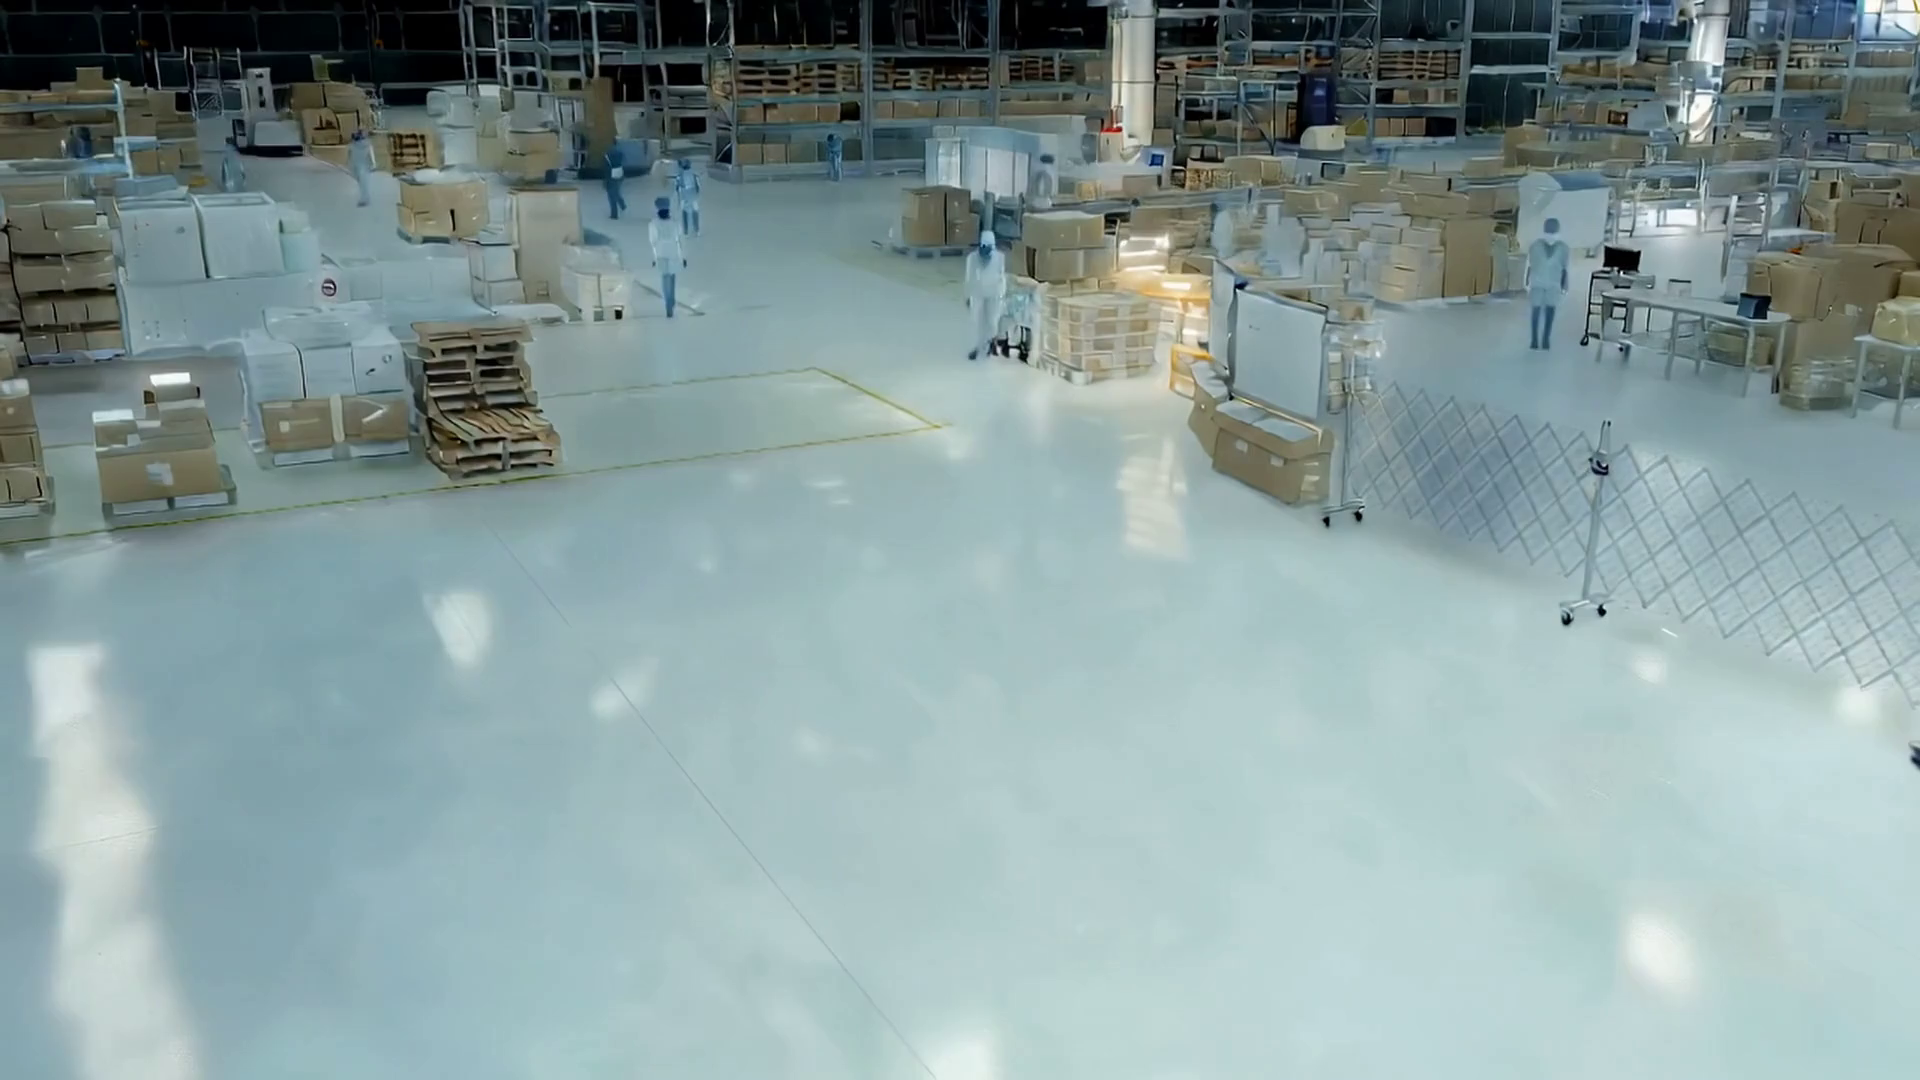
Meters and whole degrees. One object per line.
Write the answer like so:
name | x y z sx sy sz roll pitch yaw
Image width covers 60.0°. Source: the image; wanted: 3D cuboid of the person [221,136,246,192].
person | -17.121 -8.556 39.163 0.523 1.855 0.699 6 19 18

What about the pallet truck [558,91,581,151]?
pallet truck | -13.495 -14.412 57.188 0.823 1.965 1.885 -3 18 -9

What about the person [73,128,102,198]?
person | -22.440 -9.696 42.832 0.950 1.781 0.696 1 18 3

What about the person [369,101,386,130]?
person | -20.370 -14.503 58.093 0.521 1.614 0.705 5 18 14

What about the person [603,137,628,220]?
person | -7.996 -8.347 38.419 0.433 1.906 0.622 12 22 34

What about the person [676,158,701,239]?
person | -5.761 -7.249 35.340 0.531 1.697 0.320 -9 20 -25

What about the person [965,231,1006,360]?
person | 0.341 -3.400 23.214 0.581 1.780 0.868 1 18 4

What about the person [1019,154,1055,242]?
person | 1.565 -6.534 32.626 0.877 2.017 0.607 -7 19 -20

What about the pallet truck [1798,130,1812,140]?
pallet truck | 25.526 -11.556 49.408 1.630 1.274 0.653 -9 20 -26

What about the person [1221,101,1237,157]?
person | 8.617 -13.494 54.432 1.046 1.946 0.614 14 22 36

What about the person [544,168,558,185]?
person | -7.383 -5.780 30.326 0.603 1.966 0.367 12 21 34

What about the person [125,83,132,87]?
person | -32.414 -16.917 65.147 0.420 1.912 0.566 -4 18 -14

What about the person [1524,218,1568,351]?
person | 8.372 -3.642 23.761 0.624 1.904 0.685 5 18 14

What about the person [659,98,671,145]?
person | -9.596 -13.418 54.186 0.355 1.938 0.544 -9 20 -26

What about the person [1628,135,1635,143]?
person | 24.157 -15.110 59.731 0.309 1.772 0.525 3 18 9

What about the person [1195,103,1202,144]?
person | 8.216 -14.332 57.589 0.497 1.596 0.846 1 18 3

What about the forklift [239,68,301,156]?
forklift | -23.106 -14.209 55.131 1.873 2.768 1.129 4 18 11

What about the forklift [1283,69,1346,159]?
forklift | 11.615 -13.871 54.079 1.129 2.768 1.873 -9 20 -27

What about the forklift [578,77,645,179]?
forklift | -10.162 -11.848 47.770 1.873 2.768 1.129 -9 20 -26

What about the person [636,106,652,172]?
person | -9.411 -11.946 49.615 0.430 1.923 0.643 4 18 11

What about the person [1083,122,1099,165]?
person | 3.457 -10.098 43.953 0.903 1.876 0.656 -9 20 -25

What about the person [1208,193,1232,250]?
person | 4.128 -4.562 26.582 1.046 1.937 0.649 2 18 5

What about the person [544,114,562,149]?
person | -12.437 -12.223 50.956 0.541 1.616 0.603 9 20 25

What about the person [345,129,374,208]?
person | -14.834 -9.212 41.168 0.636 1.894 1.031 2 18 5

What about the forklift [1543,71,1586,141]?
forklift | 18.685 -13.231 52.085 1.873 2.768 1.129 -9 20 -26

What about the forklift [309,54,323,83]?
forklift | -27.362 -19.292 70.980 1.873 2.768 1.129 -6 19 -19

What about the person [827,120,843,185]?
person | -3.484 -10.765 46.207 0.518 1.756 0.343 -15 23 -39

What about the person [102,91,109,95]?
person | -32.975 -16.548 64.397 0.867 1.646 0.540 -17 24 -42

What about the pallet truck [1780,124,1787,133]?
pallet truck | 25.206 -12.542 52.601 1.601 1.201 0.680 0 18 -2

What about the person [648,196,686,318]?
person | -4.706 -4.572 26.701 0.572 1.890 0.978 -6 19 -19
